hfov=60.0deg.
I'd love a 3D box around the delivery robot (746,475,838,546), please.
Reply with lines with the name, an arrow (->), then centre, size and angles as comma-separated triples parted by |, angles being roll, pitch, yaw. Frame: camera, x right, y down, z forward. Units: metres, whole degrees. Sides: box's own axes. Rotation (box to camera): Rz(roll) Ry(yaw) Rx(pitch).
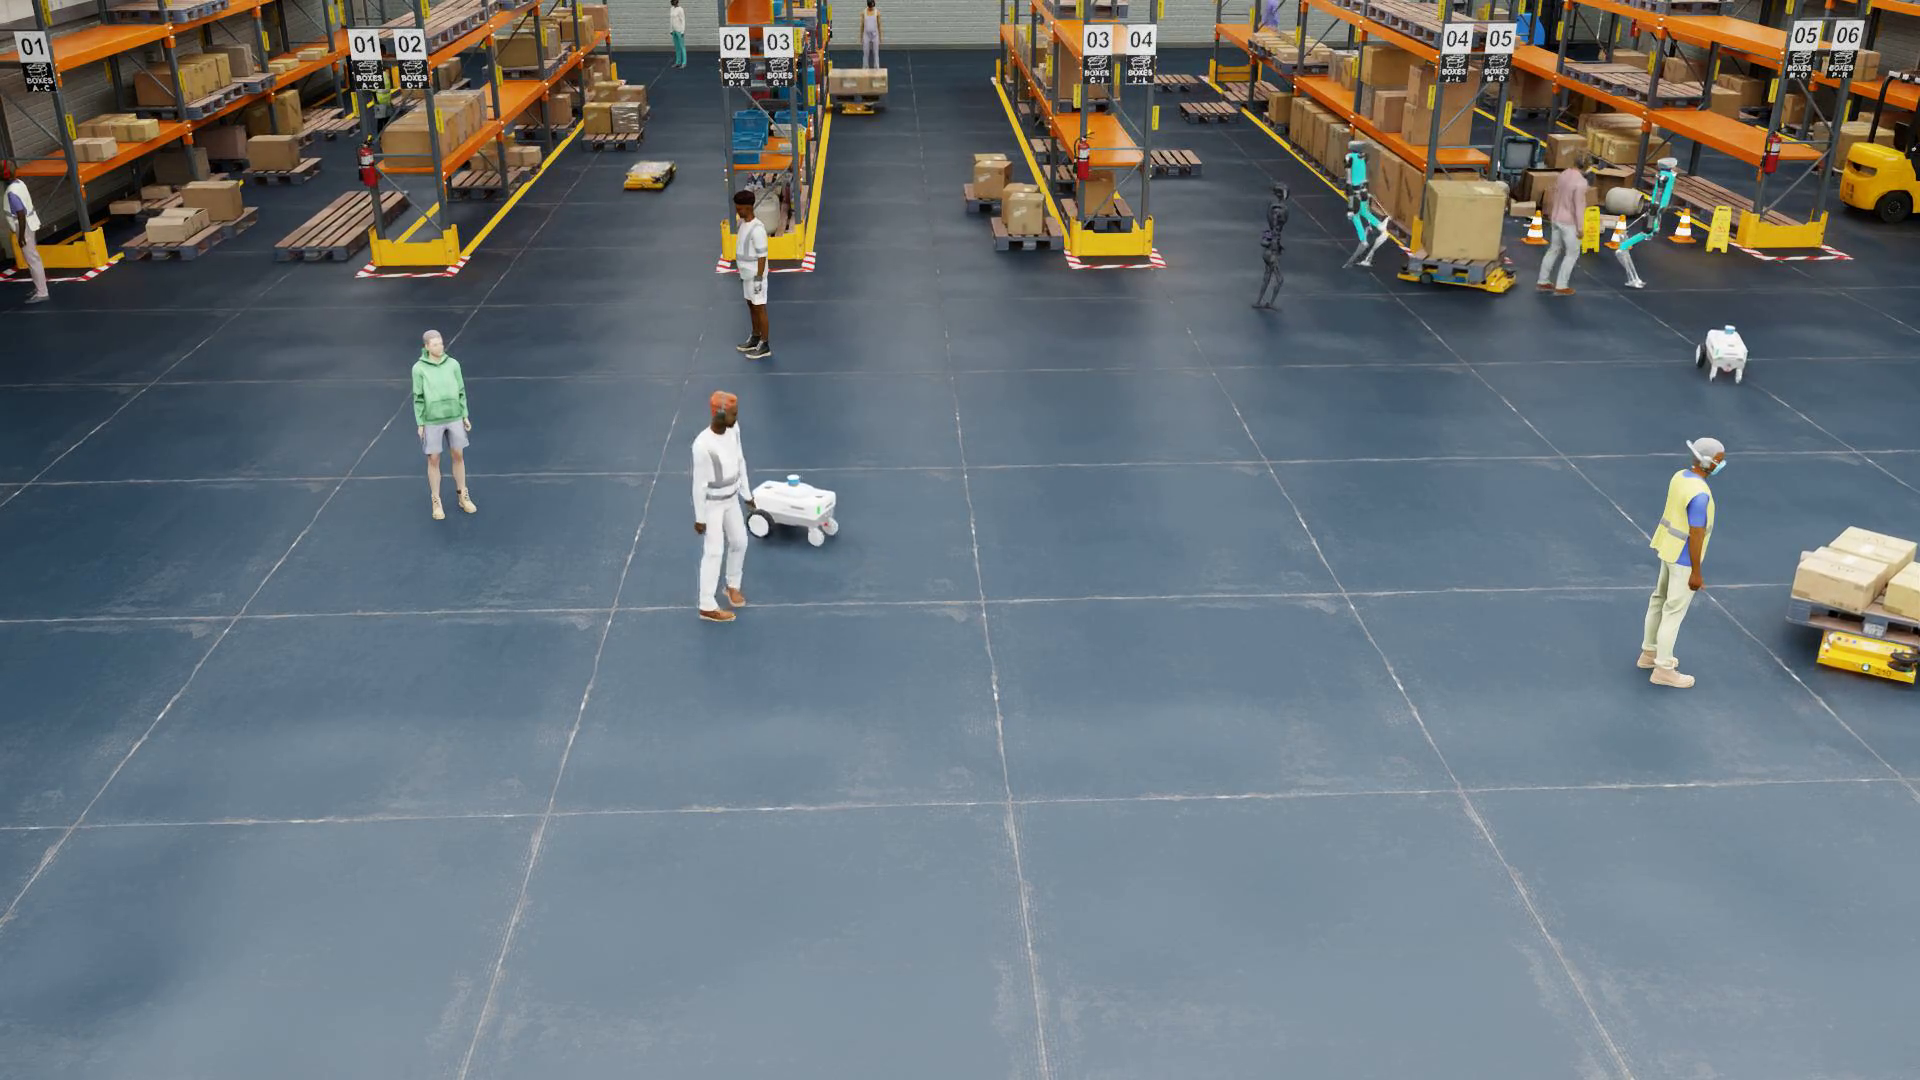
delivery robot -> -1.478, -0.298, 14.758 | 0.747, 0.568, 0.499 | 10, 26, 22

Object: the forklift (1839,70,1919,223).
forklift -> 15.132, -6.143, 25.915 | 2.313, 2.155, 1.214 | -1, 24, -2

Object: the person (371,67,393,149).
person -> -10.782, -8.172, 31.075 | 0.316, 1.696, 0.540 | 5, 25, 12

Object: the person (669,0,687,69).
person -> -6.882, -12.376, 40.439 | 0.316, 1.767, 0.533 | -20, 31, -37

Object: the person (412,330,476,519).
person -> -4.679, -1.057, 15.037 | 0.469, 1.742, 0.345 | -14, 28, -28

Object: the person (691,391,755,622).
person -> -1.910, -0.286, 13.165 | 0.381, 1.865, 0.591 | 10, 26, 22

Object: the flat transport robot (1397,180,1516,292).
flat transport robot -> 6.743, -3.611, 22.587 | 1.431, 0.231, 0.659 | 14, 27, 28

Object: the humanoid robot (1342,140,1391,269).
humanoid robot -> 5.634, -4.565, 22.974 | 0.774, 1.807, 0.535 | 21, 32, 39

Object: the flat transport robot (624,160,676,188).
flat transport robot -> -5.323, -6.285, 28.595 | 0.659, 0.231, 1.431 | 0, 24, 1

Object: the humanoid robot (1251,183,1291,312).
humanoid robot -> 3.969, -3.725, 21.124 | 0.427, 1.642, 0.590 | 6, 25, 13

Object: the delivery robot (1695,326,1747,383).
delivery robot -> 8.707, -2.153, 18.919 | 0.499, 0.564, 0.737 | 6, 25, 14

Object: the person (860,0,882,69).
person -> -2.093, -11.818, 39.066 | 0.519, 1.864, 0.372 | 1, 24, 1

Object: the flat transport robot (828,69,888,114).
flat transport robot -> -2.139, -9.196, 35.136 | 0.659, 0.231, 1.431 | -1, 24, -2

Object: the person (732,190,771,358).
person -> -2.424, -3.102, 19.368 | 0.373, 1.957, 0.600 | -10, 26, -22

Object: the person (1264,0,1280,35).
person -> 7.751, -12.797, 41.360 | 0.586, 1.786, 0.613 | -4, 24, -9

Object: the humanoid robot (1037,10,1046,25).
humanoid robot -> 1.830, -12.792, 41.416 | 0.842, 1.779, 0.618 | -7, 25, -16

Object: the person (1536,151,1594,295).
person -> 7.971, -4.146, 21.784 | 0.492, 1.897, 0.633 | -4, 24, -8

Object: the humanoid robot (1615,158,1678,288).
humanoid robot -> 9.033, -4.232, 22.078 | 0.700, 1.715, 0.530 | 15, 28, 30

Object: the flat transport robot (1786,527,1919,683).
flat transport robot -> 7.123, 0.678, 12.948 | 0.659, 0.231, 1.431 | 13, 27, 27

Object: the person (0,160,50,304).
person -> -12.101, -3.995, 21.508 | 0.395, 1.847, 0.563 | -10, 26, -21

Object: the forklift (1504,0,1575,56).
forklift -> 14.700, -13.805, 42.301 | 1.873, 2.768, 1.129 | -1, 24, -2

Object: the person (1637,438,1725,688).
person -> 5.259, 0.152, 12.143 | 0.399, 1.889, 0.534 | 1, 24, 2
